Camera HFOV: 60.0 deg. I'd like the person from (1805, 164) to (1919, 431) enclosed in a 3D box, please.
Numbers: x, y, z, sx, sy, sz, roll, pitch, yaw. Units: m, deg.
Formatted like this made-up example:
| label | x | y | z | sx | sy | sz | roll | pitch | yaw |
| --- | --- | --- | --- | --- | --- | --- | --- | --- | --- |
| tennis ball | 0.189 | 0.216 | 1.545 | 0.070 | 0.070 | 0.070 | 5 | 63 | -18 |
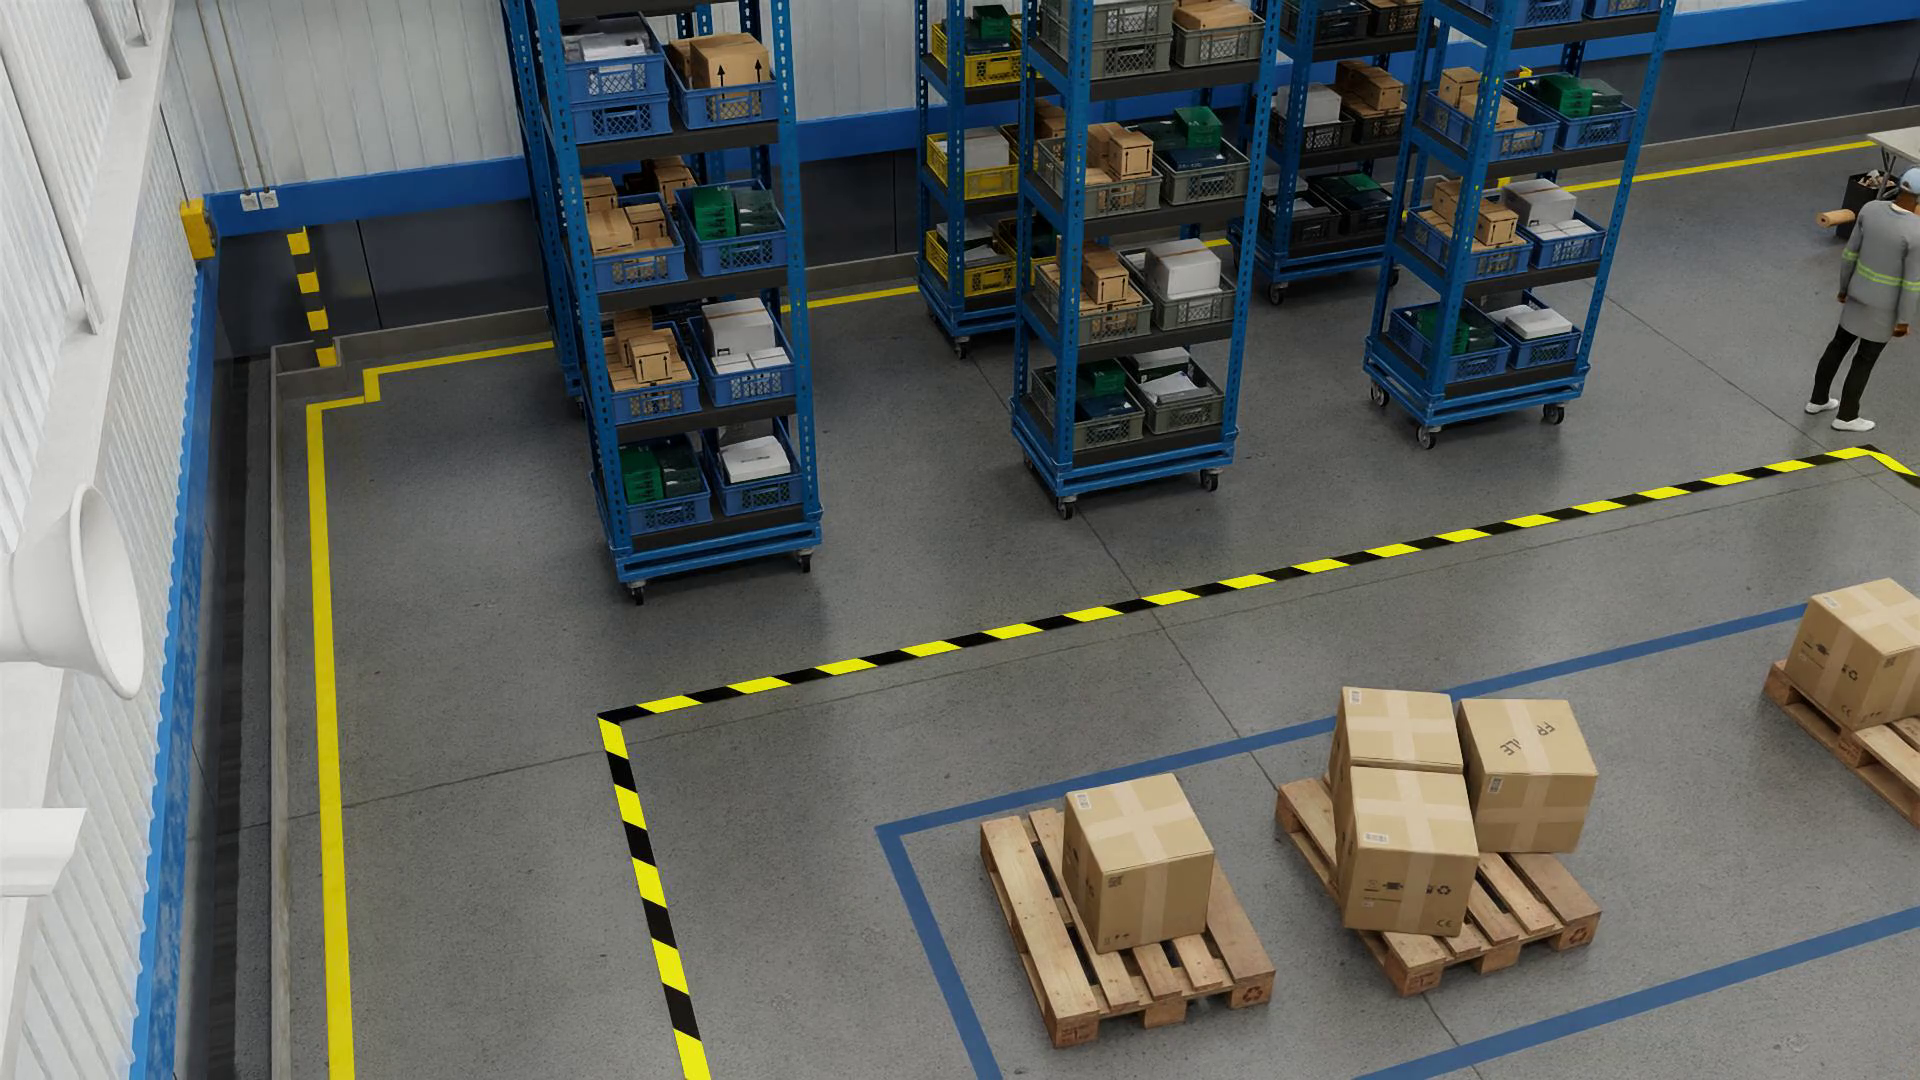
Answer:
| label | x | y | z | sx | sy | sz | roll | pitch | yaw |
| --- | --- | --- | --- | --- | --- | --- | --- | --- | --- |
| person | 6.038 | -1.588 | 10.932 | 0.385 | 1.850 | 0.596 | -12 | 37 | -16 |
